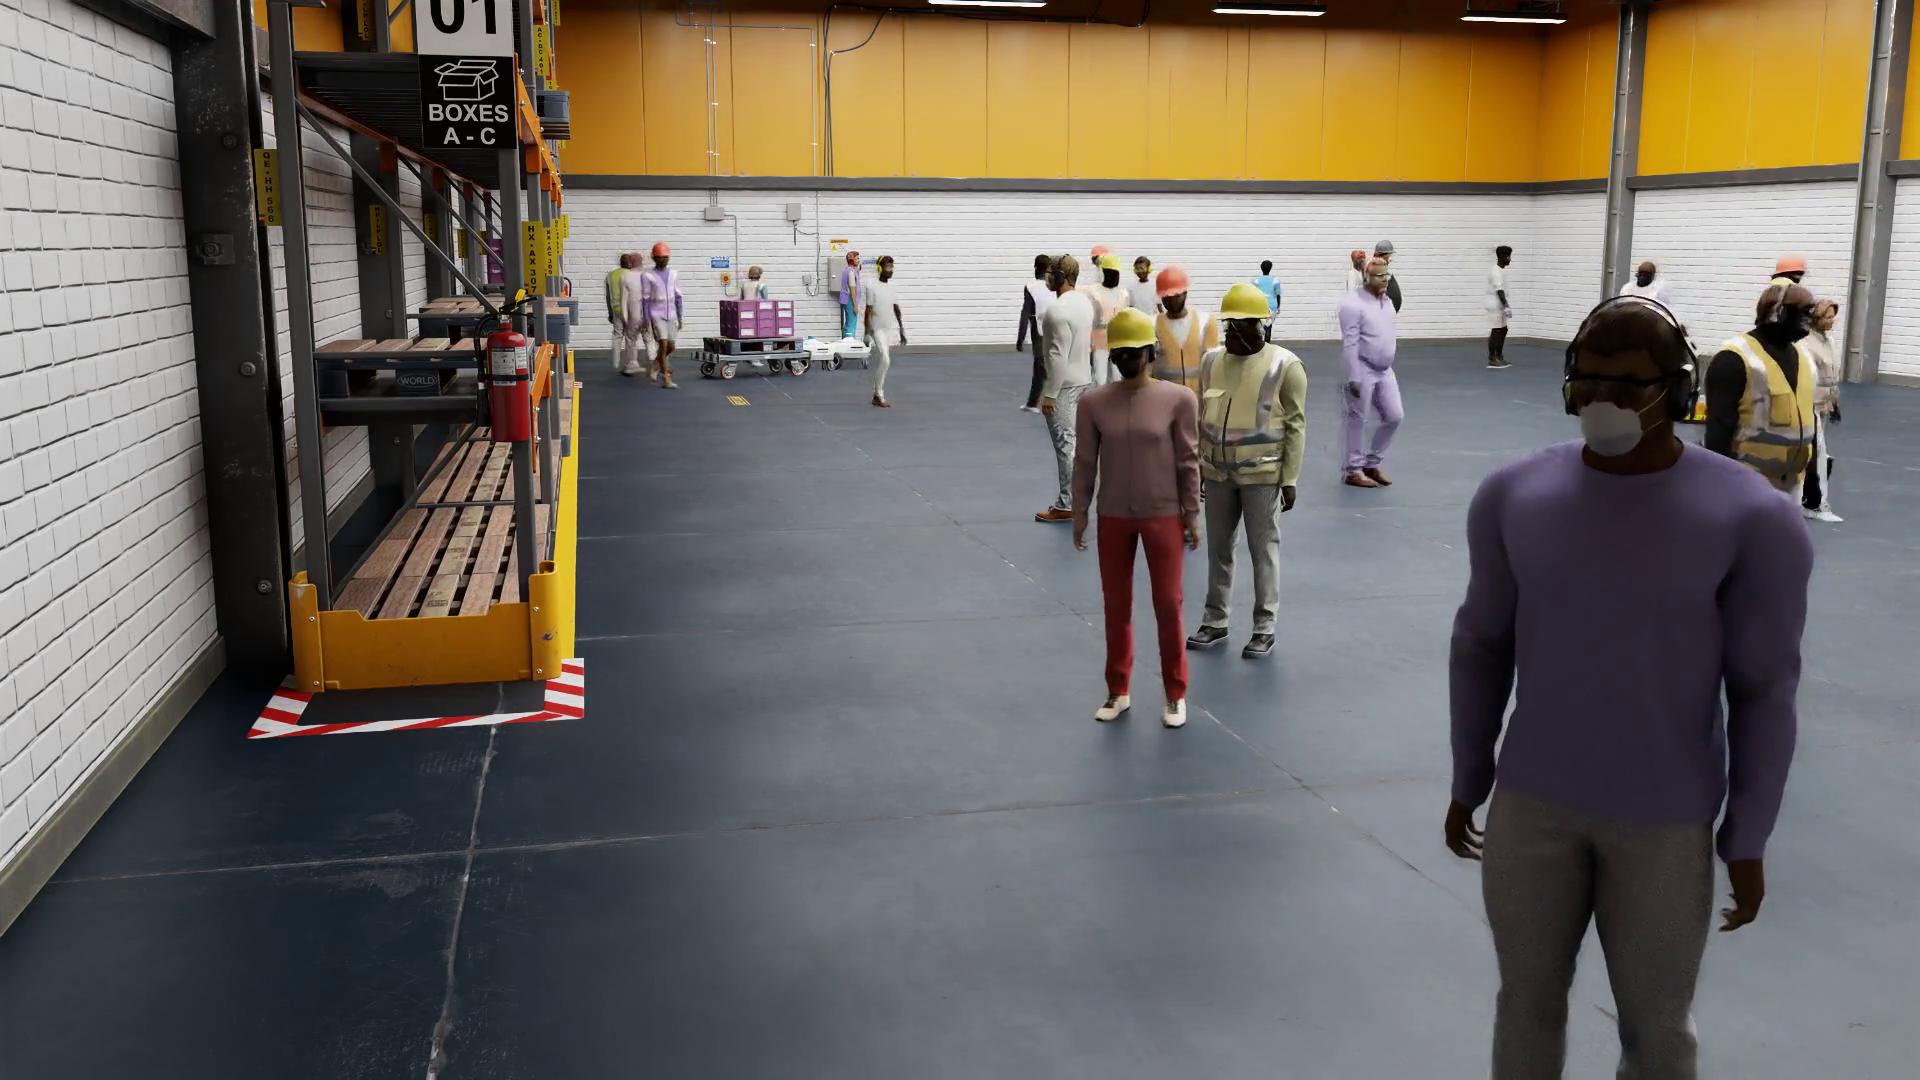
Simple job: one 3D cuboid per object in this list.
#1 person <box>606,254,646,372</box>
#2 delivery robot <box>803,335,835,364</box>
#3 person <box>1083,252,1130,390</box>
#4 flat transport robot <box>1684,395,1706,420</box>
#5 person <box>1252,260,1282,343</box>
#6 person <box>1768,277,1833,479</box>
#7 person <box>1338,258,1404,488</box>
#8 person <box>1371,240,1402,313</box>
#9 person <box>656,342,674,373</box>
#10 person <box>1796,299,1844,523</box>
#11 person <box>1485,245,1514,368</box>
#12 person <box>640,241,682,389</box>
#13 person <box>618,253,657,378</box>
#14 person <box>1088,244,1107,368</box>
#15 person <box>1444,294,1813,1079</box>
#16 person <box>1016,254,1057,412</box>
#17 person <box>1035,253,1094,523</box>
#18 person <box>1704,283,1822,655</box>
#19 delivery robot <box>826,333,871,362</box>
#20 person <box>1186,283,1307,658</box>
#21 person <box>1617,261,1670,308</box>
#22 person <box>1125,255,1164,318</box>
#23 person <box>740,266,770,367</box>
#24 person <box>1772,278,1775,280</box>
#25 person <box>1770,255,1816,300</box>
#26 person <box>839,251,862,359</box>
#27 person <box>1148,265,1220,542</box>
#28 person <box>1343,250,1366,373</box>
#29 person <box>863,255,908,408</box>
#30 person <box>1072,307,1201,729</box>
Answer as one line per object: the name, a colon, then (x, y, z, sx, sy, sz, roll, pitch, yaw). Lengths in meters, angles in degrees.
person: (-5.172, -3.487, 25.672, 0.666, 1.832, 0.466, 5, 11, 25)
delivery robot: (-2.306, -2.942, 25.864, 0.707, 0.478, 0.477, -5, 11, -25)
person: (1.510, -2.051, 17.427, 0.611, 1.911, 0.577, -6, 12, -31)
flat transport robot: (8.565, -1.516, 19.010, 0.652, 0.197, 1.431, 4, 11, 23)
person: (5.431, -4.117, 29.512, 0.541, 1.681, 0.551, 2, 10, 12)
person: (6.822, -1.272, 13.591, 0.563, 1.734, 0.544, -3, 11, -16)
person: (3.384, -1.358, 13.644, 0.660, 1.886, 0.507, -7, 13, -35)
person: (6.233, -3.398, 24.533, 0.536, 2.000, 0.683, 4, 11, 22)
person: (-4.588, -3.350, 25.424, 0.494, 1.624, 0.279, 3, 11, 17)
person: (6.192, -0.967, 12.237, 0.510, 1.618, 0.732, -8, 13, -38)
person: (8.607, -3.705, 26.467, 0.474, 1.955, 0.623, 5, 11, 24)
person: (-4.147, -3.107, 22.991, 0.614, 2.021, 0.788, -9, 14, -41)
person: (-4.745, -3.314, 24.631, 0.657, 1.858, 1.027, -6, 12, -30)
person: (2.305, -3.701, 26.426, 0.859, 1.970, 0.622, -1, 10, -4)
person: (1.227, 0.508, 3.175, 0.635, 1.936, 0.356, 8, 13, 39)
person: (1.015, -2.391, 19.412, 0.642, 1.879, 0.939, -8, 13, -39)
person: (0.756, -1.090, 12.029, 0.371, 1.941, 0.627, 4, 11, 23)
person: (3.833, -0.295, 7.959, 0.678, 1.828, 0.430, -4, 11, -22)
delivery robot: (-1.764, -3.035, 26.381, 0.707, 0.478, 0.477, -1, 10, -5)
person: (1.383, -0.338, 8.158, 0.600, 1.829, 0.404, 8, 13, 37)
person: (8.246, -2.489, 20.248, 1.001, 1.776, 0.638, -5, 12, -27)
person: (2.298, -2.602, 20.650, 0.546, 1.852, 0.609, 3, 11, 14)
person: (-3.312, -3.607, 26.850, 0.557, 1.622, 0.415, 6, 12, 32)
person: (9.158, -2.169, 18.678, 0.317, 1.695, 0.540, 8, 13, 37)
person: (7.496, -1.610, 15.043, 0.567, 1.905, 0.504, -7, 12, -33)
person: (-1.870, -4.013, 28.489, 0.389, 1.843, 0.563, -3, 11, -15)
person: (1.517, -0.967, 11.548, 0.557, 1.876, 1.041, 0, 10, -1)
person: (6.053, -3.492, 25.491, 0.356, 1.883, 0.573, 4, 11, 19)
person: (-0.923, -2.525, 20.233, 0.514, 1.844, 0.550, 8, 13, 37)
person: (0.737, -0.091, 6.997, 0.539, 1.760, 0.340, 3, 11, 17)
